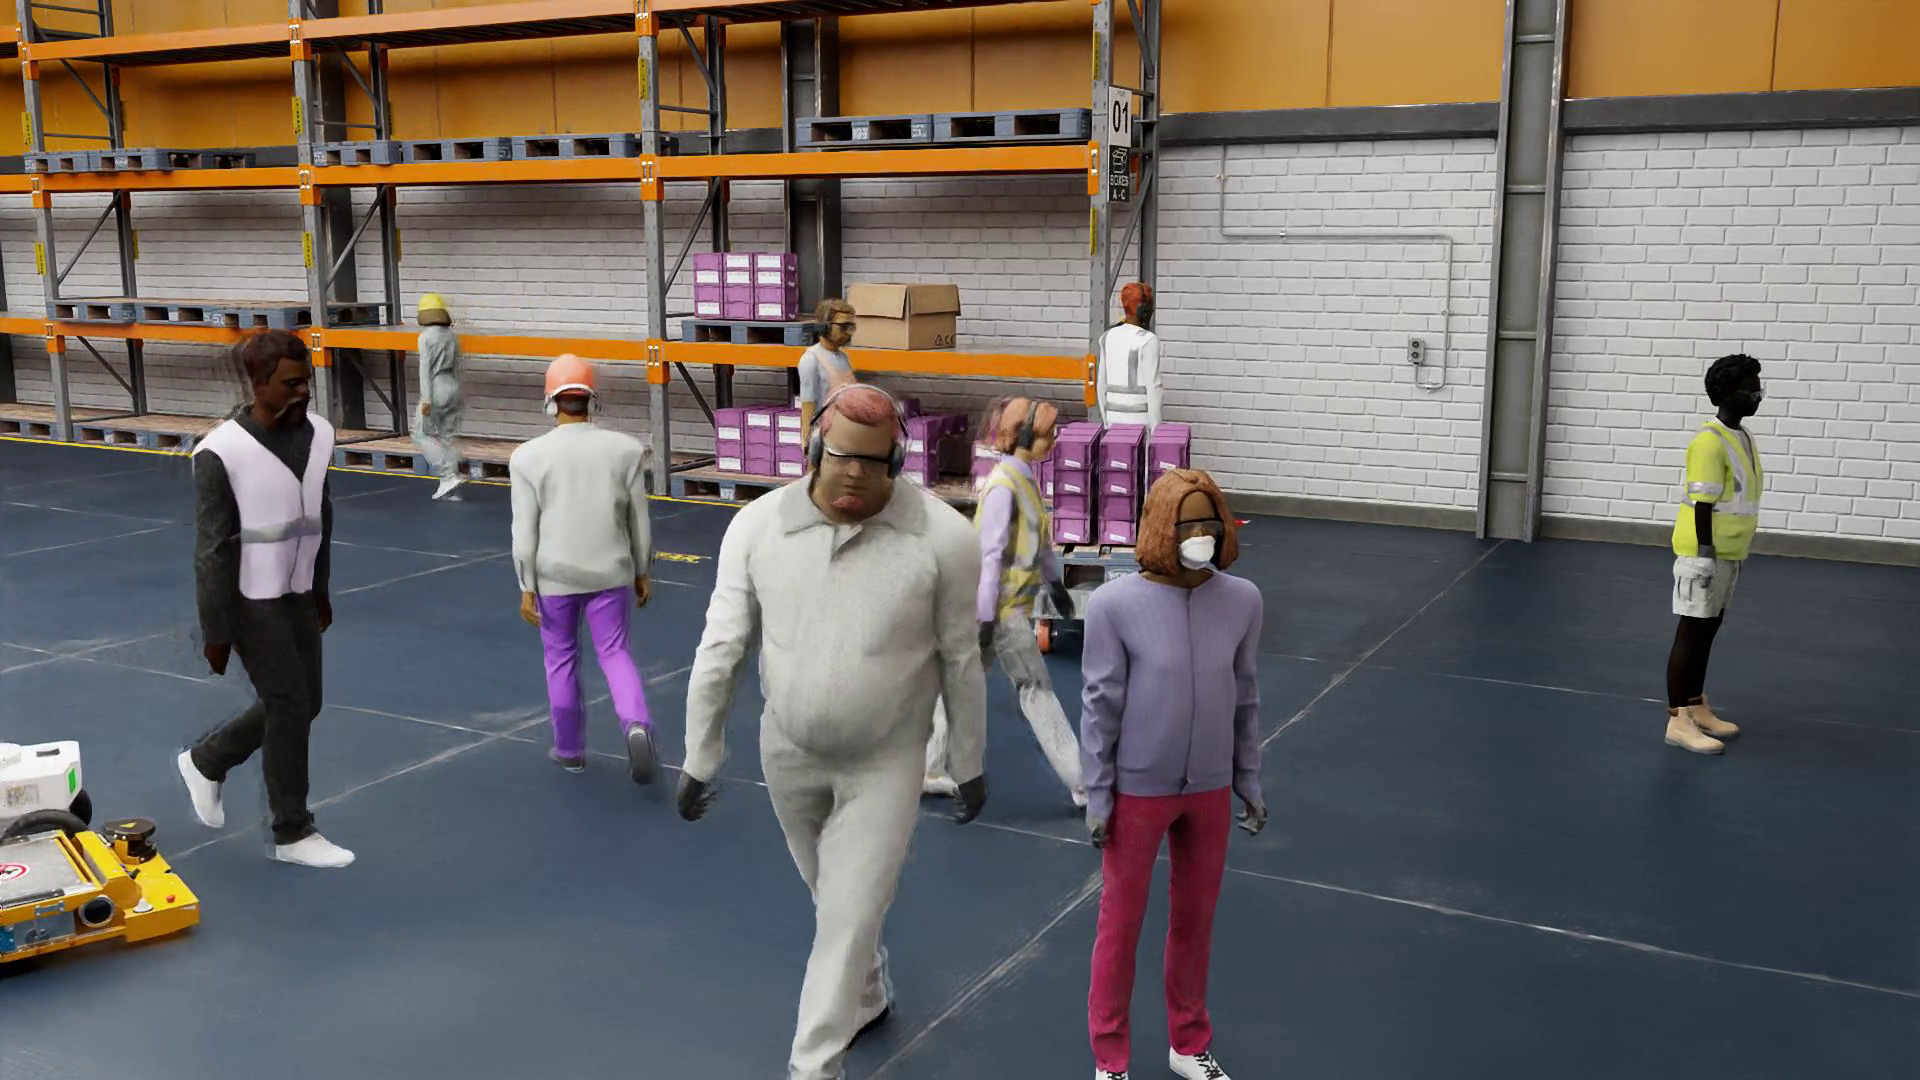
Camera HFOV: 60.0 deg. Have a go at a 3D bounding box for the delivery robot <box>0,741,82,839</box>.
[{"bbox_3d":[-3.362,0.854,5.610,0.707,0.478,0.477,-5,12,-27],"label":"delivery robot"}]

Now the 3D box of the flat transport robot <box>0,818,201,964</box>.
[{"bbox_3d":[-3.146,1.149,5.027,1.431,0.197,0.652,-8,13,-37],"label":"flat transport robot"}]

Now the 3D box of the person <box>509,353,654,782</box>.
[{"bbox_3d":[-1.482,0.127,6.632,0.572,1.730,0.697,-6,12,-28],"label":"person"}]

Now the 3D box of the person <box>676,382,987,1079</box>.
[{"bbox_3d":[-0.317,0.534,4.098,0.728,1.843,0.951,2,11,13],"label":"person"}]

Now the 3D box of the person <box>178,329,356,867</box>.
[{"bbox_3d":[-2.479,0.201,5.794,0.687,1.886,0.625,3,11,16],"label":"person"}]

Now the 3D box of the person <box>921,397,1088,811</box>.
[{"bbox_3d":[0.231,0.251,6.314,0.879,1.584,0.538,1,10,7],"label":"person"}]

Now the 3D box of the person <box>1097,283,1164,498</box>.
[{"bbox_3d":[1.158,-0.773,11.139,0.342,1.882,0.586,-7,12,-33],"label":"person"}]

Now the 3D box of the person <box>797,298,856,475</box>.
[{"bbox_3d":[-0.733,-0.506,9.828,0.390,1.832,0.513,5,11,25],"label":"person"}]

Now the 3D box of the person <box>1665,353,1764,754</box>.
[{"bbox_3d":[3.242,0.050,7.141,0.322,1.697,0.535,9,13,39],"label":"person"}]

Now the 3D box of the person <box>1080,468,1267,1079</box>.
[{"bbox_3d":[0.530,0.630,4.136,0.497,1.634,0.278,-4,11,-21],"label":"person"}]

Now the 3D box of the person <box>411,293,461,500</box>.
[{"bbox_3d":[-4.326,-1.176,13.773,0.371,1.721,0.500,4,11,20],"label":"person"}]
